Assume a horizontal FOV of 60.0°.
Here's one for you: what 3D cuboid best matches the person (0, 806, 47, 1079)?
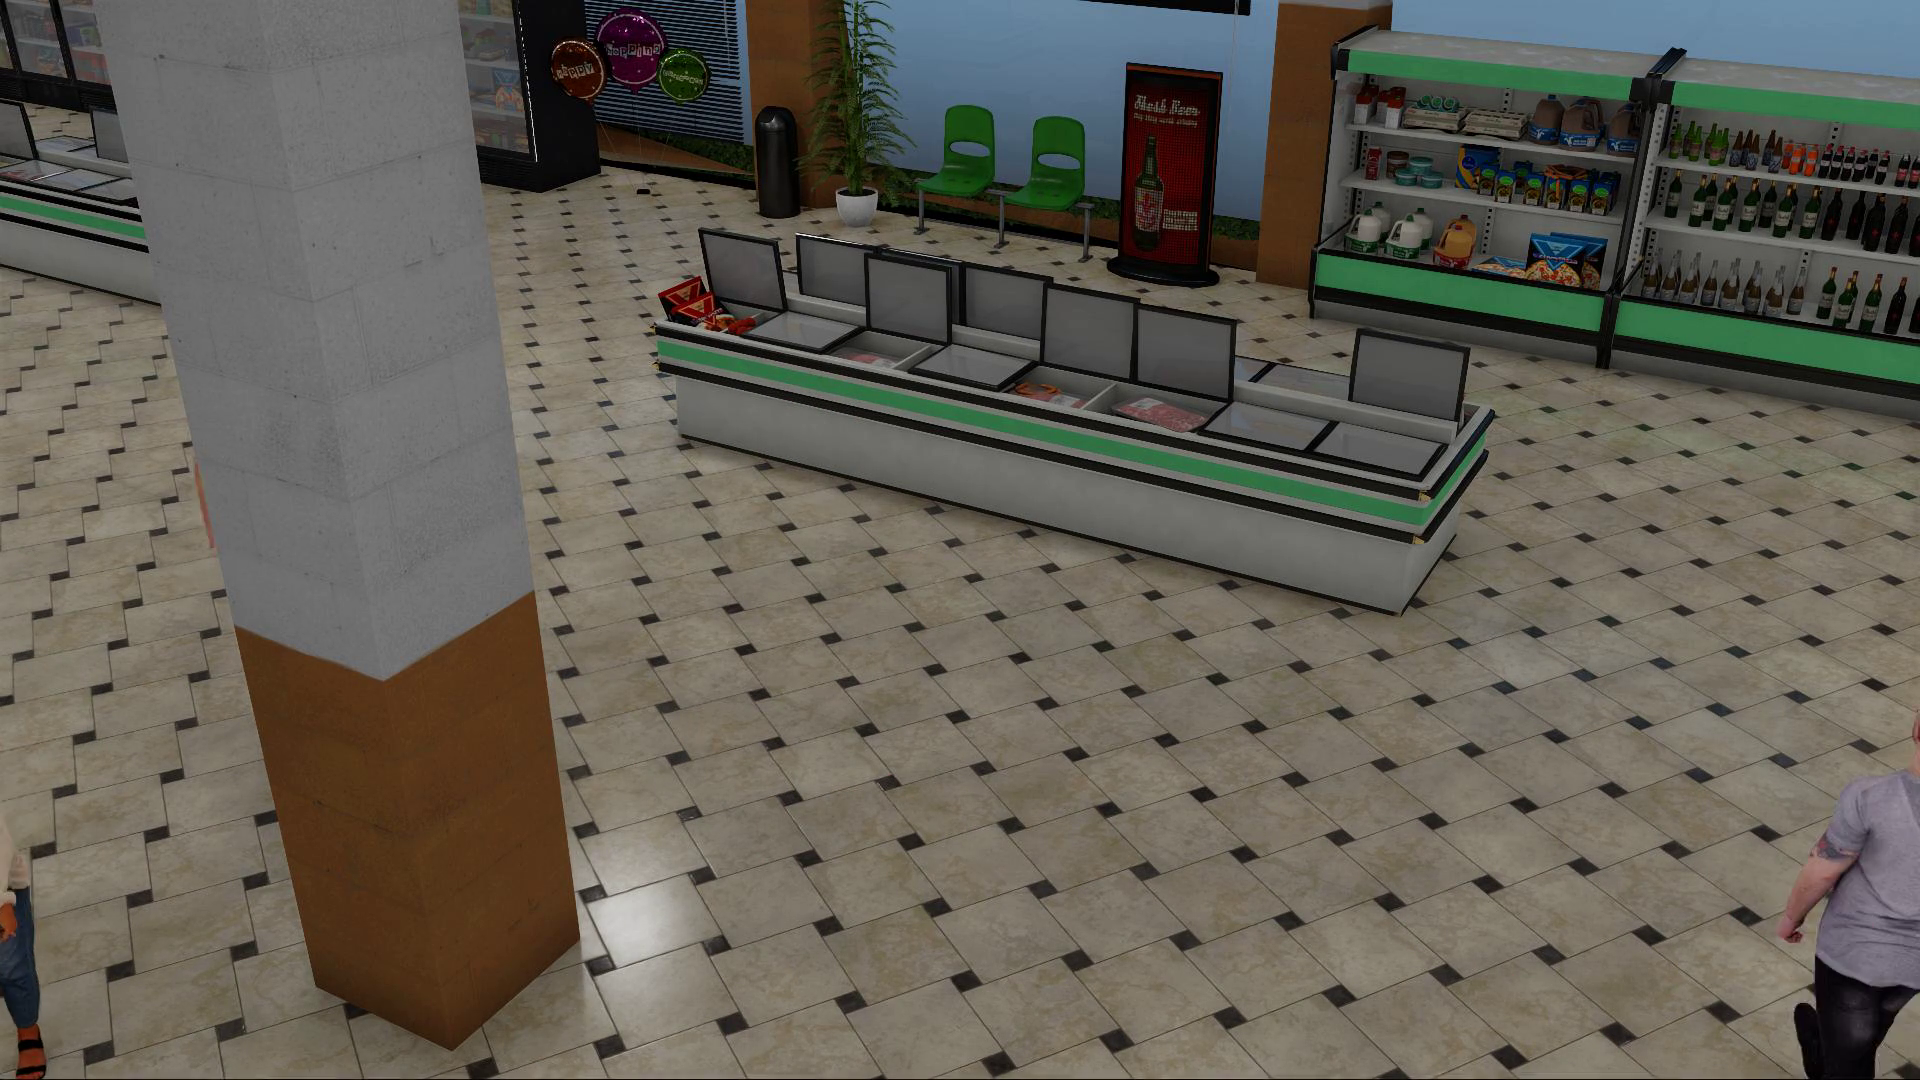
[{"bbox_3d":[-3.288,1.116,5.516,0.872,1.668,0.930,-6,28,-12],"label":"person"}]

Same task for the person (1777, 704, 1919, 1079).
[{"bbox_3d":[2.796,1.315,5.001,1.281,1.779,1.022,5,27,9],"label":"person"}]
